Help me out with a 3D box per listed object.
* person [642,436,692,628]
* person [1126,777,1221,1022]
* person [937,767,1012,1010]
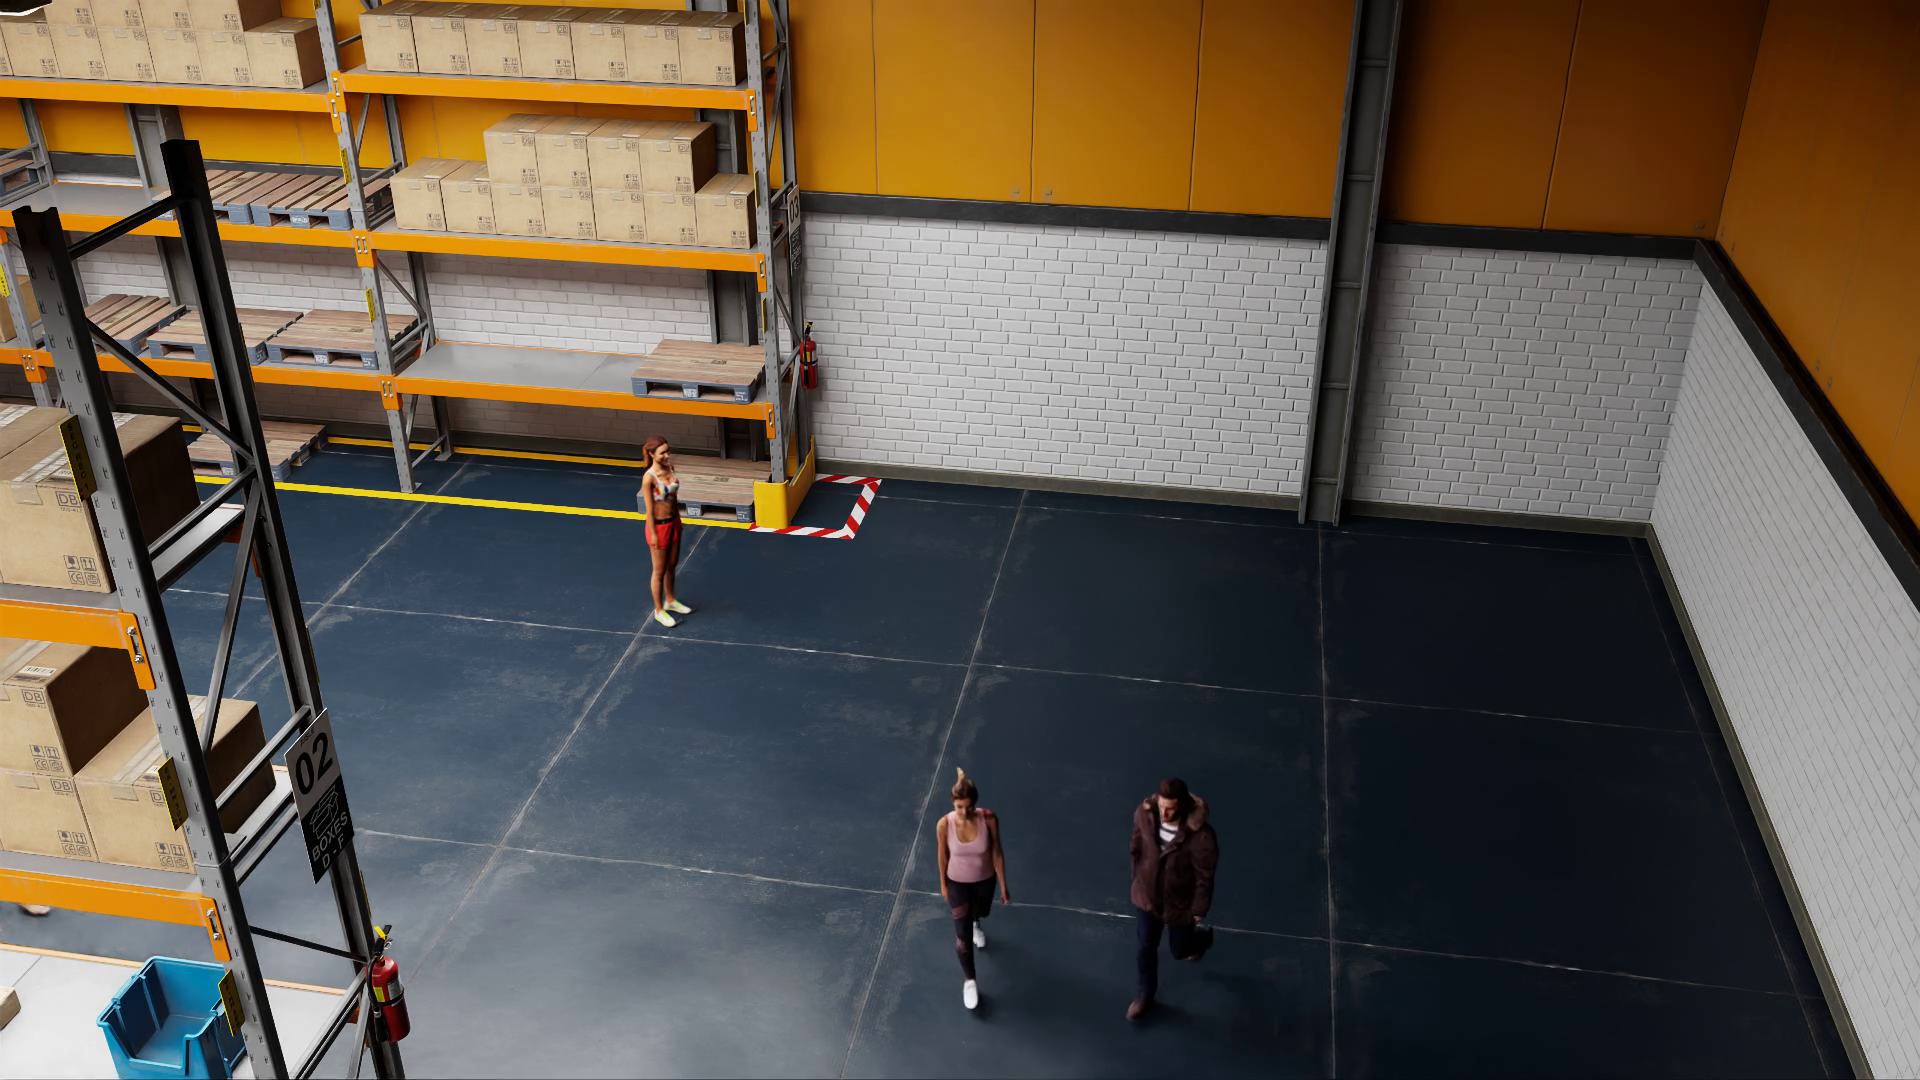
[{"bbox_3d":[-2.615,-0.106,14.661,0.627,1.789,0.646,14,32,24],"label":"person"},{"bbox_3d":[1.362,2.178,10.444,1.110,1.817,1.075,20,34,32],"label":"person"},{"bbox_3d":[0.070,2.128,10.725,1.068,1.636,0.897,-6,29,-12],"label":"person"}]
